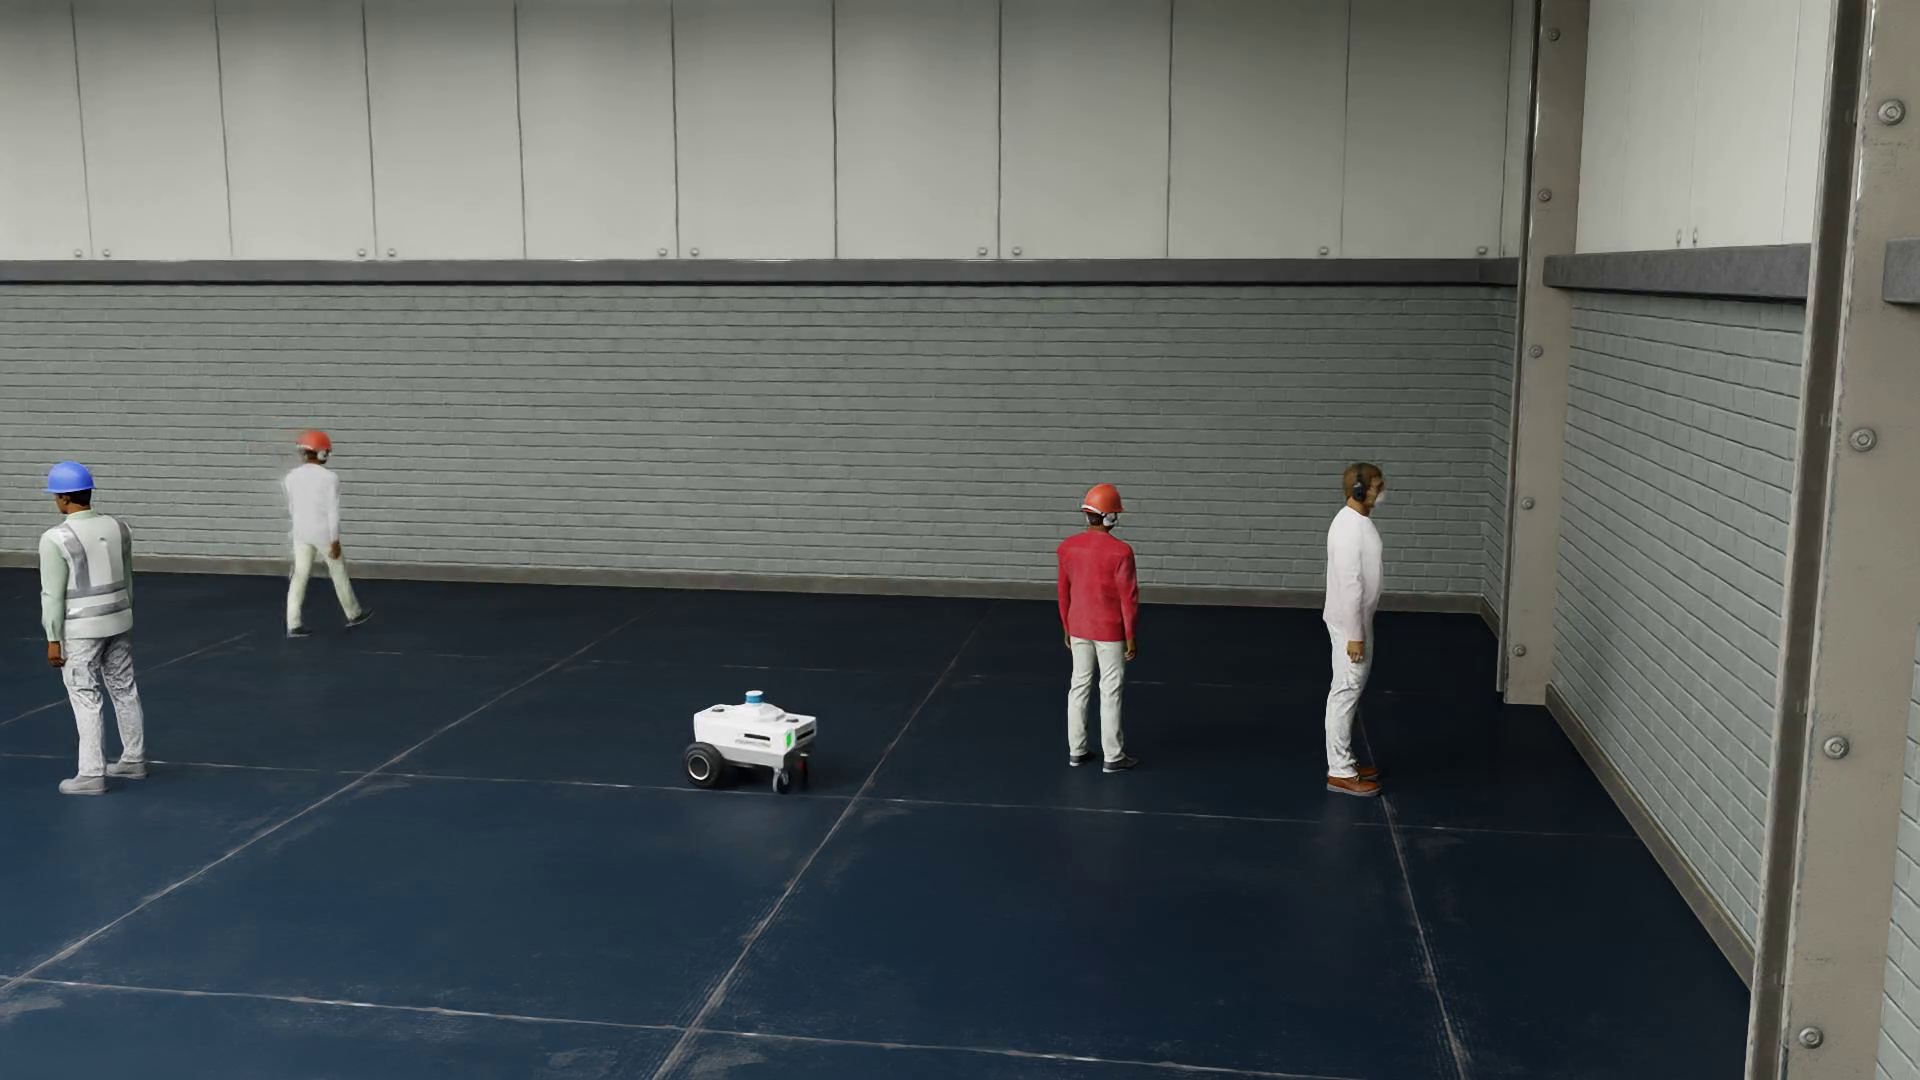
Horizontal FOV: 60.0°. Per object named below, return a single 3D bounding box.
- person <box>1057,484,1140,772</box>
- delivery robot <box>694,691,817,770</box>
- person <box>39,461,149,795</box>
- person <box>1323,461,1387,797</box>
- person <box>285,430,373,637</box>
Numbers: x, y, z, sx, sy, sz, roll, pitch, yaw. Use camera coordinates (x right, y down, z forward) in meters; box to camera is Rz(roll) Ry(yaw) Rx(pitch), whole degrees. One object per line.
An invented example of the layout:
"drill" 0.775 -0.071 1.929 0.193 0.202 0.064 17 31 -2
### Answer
"person" 0.856 0.529 10.113 0.561 1.752 0.327 7 12 39
"delivery robot" -1.203 1.133 9.791 0.707 0.478 0.477 5 10 26
"person" -5.083 0.506 9.710 0.425 1.938 0.603 3 10 18
"person" 2.307 0.504 9.704 0.372 1.940 0.631 2 10 15
"person" -5.363 -0.067 13.932 0.585 1.700 0.892 4 10 21
